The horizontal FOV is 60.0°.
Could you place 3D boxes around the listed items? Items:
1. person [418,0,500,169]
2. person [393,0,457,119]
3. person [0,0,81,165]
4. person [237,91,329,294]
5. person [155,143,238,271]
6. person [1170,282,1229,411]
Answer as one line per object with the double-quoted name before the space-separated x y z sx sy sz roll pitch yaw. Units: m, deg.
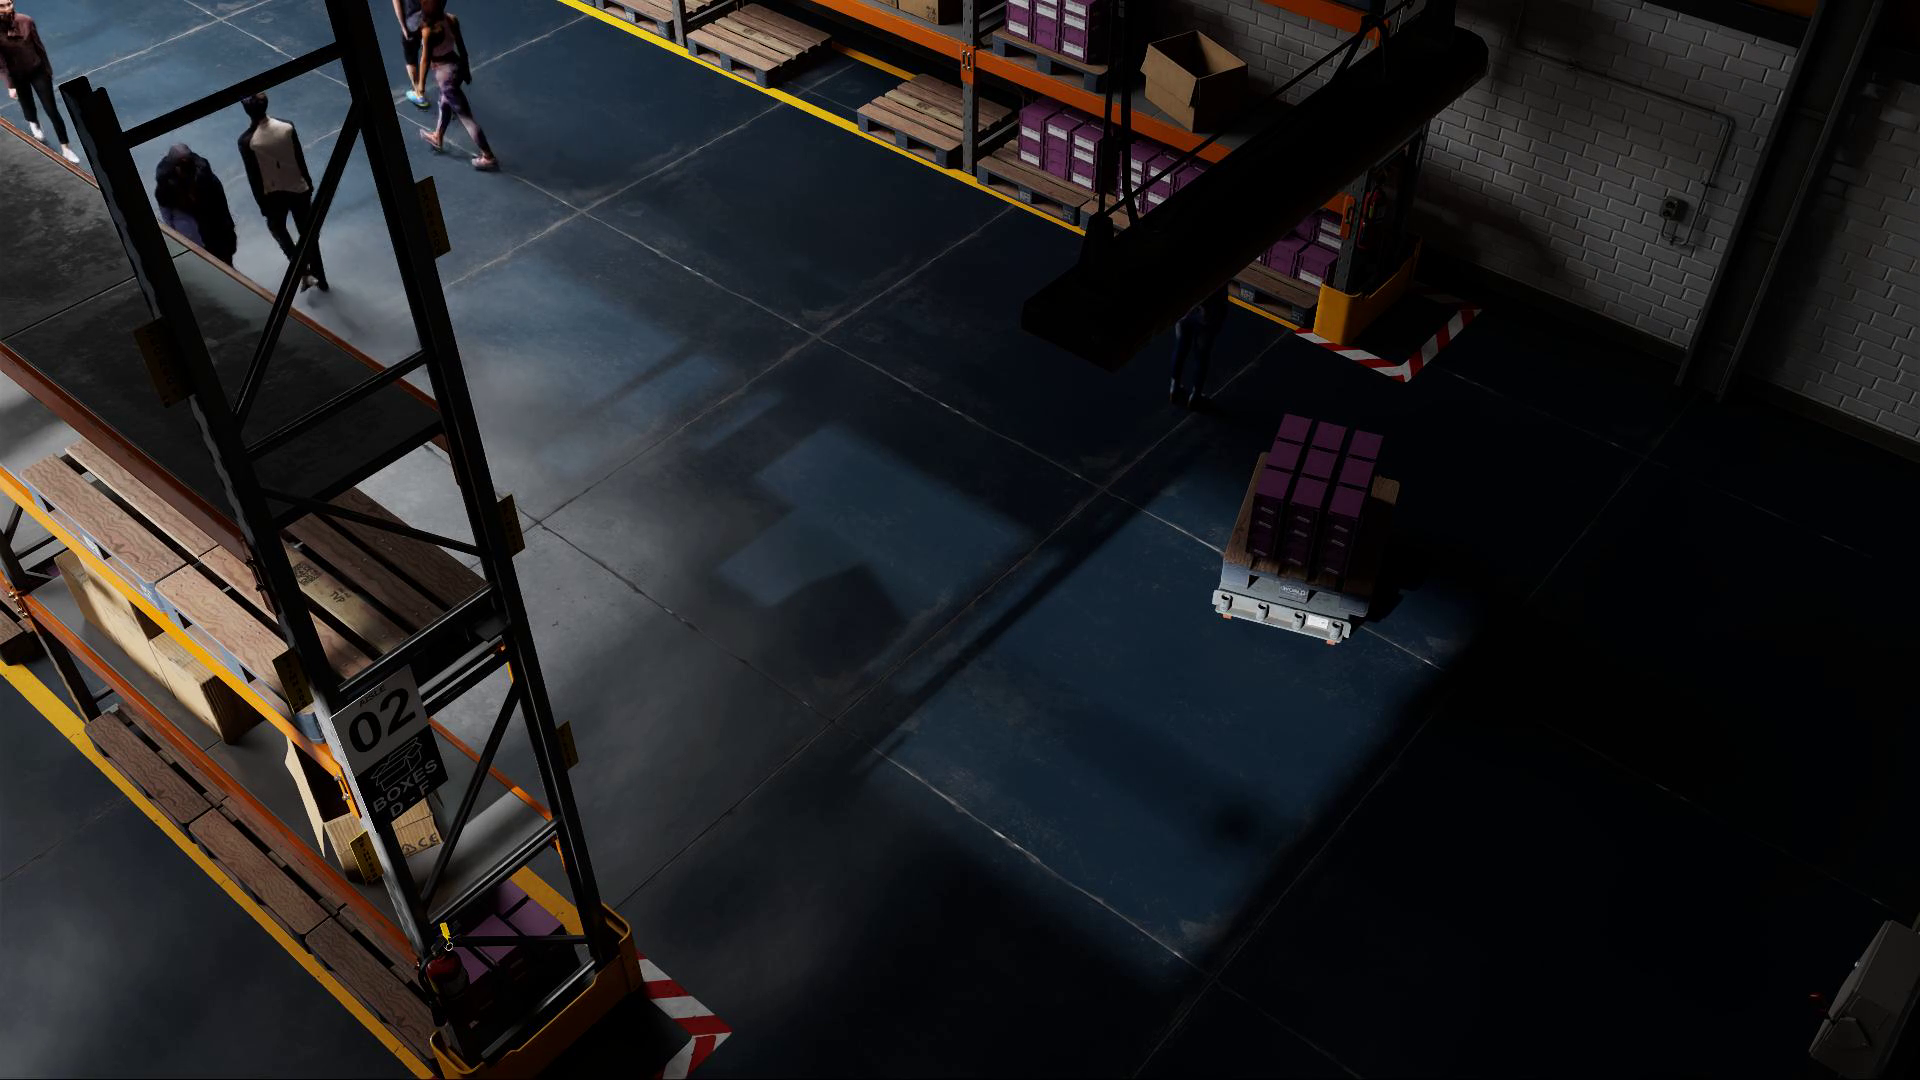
"person" -4.638 -4.231 15.429 1.212 1.719 0.860 14 45 14
"person" -5.164 -4.961 16.090 0.776 1.863 0.941 -28 50 -26
"person" -8.771 -4.365 15.595 0.738 1.683 1.041 -30 51 -28
"person" -5.576 -2.857 13.869 0.724 1.880 0.759 -33 52 -30
"person" -6.228 -2.568 13.725 0.882 1.662 0.951 -10 45 -10
"person" 1.832 -1.723 12.866 0.528 1.622 0.697 23 48 22
